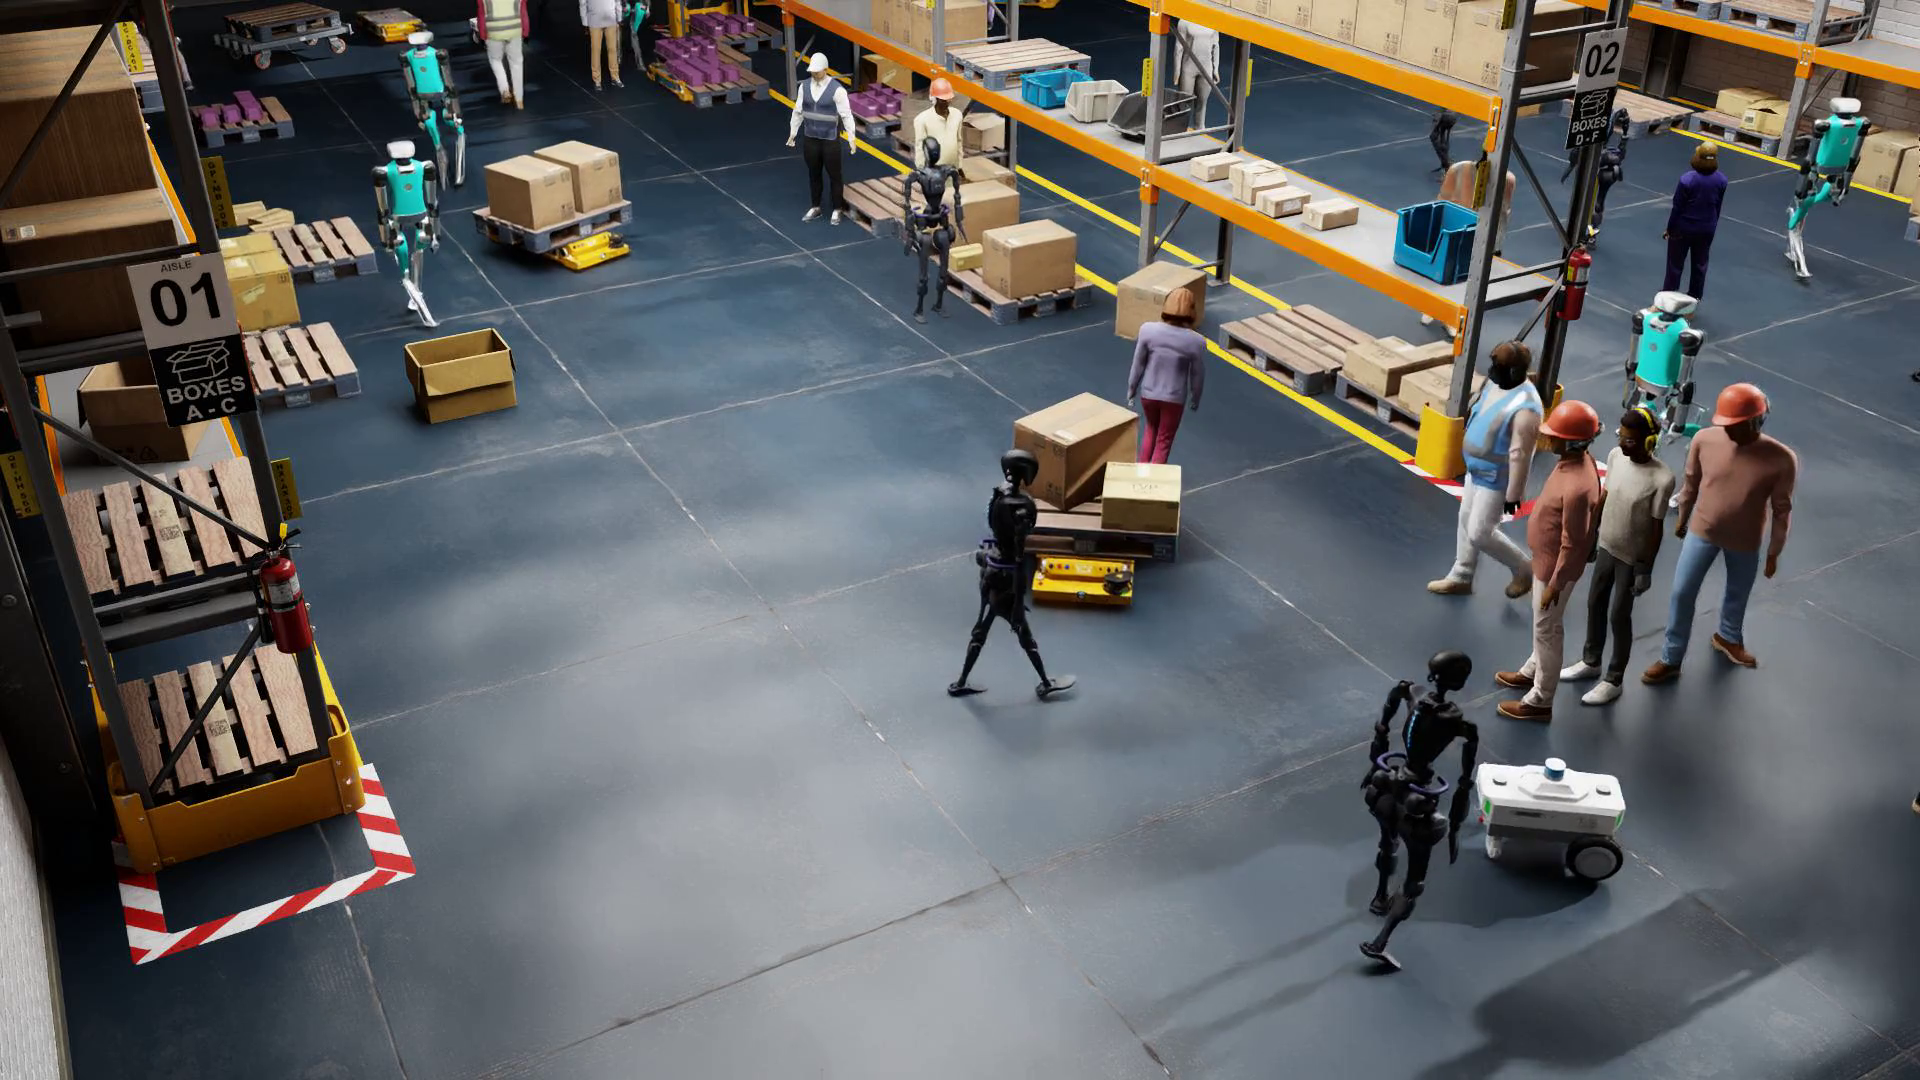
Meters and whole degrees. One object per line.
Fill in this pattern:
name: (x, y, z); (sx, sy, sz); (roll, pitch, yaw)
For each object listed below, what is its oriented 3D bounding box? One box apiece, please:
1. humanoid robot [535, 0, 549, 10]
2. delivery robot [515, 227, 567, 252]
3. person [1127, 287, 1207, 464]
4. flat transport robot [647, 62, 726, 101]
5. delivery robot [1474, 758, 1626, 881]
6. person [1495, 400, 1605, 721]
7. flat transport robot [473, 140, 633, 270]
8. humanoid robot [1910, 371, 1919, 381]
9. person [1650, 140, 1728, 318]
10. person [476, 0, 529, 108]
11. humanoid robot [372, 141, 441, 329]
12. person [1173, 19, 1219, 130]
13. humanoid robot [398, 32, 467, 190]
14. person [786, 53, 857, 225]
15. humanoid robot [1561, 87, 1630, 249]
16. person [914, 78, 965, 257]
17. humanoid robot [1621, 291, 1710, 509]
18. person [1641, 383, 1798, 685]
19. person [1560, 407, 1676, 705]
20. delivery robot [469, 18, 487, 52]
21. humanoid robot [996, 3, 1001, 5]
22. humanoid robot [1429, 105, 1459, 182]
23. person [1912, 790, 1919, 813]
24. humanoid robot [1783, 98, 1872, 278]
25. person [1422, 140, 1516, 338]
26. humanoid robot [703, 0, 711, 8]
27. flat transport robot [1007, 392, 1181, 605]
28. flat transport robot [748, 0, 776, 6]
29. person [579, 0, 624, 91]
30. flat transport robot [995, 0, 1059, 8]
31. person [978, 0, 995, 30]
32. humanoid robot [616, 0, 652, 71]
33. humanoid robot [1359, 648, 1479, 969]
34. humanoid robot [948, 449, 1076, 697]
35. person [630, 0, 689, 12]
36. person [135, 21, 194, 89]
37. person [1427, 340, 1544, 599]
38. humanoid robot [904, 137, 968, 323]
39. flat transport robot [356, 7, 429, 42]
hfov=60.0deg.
humanoid robot: (-6.627, -9.154, 25.977); (0.611, 1.637, 0.748); (3, 30, 6)
delivery robot: (-4.088, -3.179, 16.660); (0.517, 0.598, 0.769); (11, 32, 18)
person: (1.474, -1.028, 11.842); (0.523, 1.604, 0.515); (13, 32, 21)
flat transport robot: (-3.604, -6.104, 22.036); (0.659, 0.231, 1.431); (-15, 33, -25)
delivery robot: (3.086, 1.406, 8.680); (0.771, 0.599, 0.519); (4, 30, 8)
person: (3.365, 0.120, 9.472); (0.398, 1.989, 0.622); (8, 31, 13)
flat transport robot: (-4.047, -3.032, 16.689); (1.431, 0.231, 0.659); (22, 37, 34)
humanoid robot: (8.137, -1.994, 13.473); (0.608, 1.631, 0.416); (-10, 31, -17)
person: (6.522, -2.766, 14.862); (0.457, 1.623, 0.350); (-1, 30, -2)
person: (-5.724, -6.358, 20.914); (0.650, 1.824, 0.461); (-13, 32, -21)
humanoid robot: (-4.929, -2.764, 14.775); (0.542, 1.736, 1.014); (-16, 33, -25)
person: (2.732, -5.460, 19.283); (0.562, 1.898, 0.352); (-7, 31, -12)
humanoid robot: (-5.627, -4.627, 18.077); (0.562, 1.870, 0.759); (1, 30, 1)
person: (-1.411, -4.124, 17.092); (0.770, 1.755, 0.451); (10, 31, 17)
humanoid robot: (6.299, -3.714, 16.459); (0.599, 1.653, 0.335); (-3, 30, -5)
person: (-0.182, -3.636, 16.246); (0.562, 1.752, 0.325); (-20, 36, -31)
humanoid robot: (5.018, -0.939, 11.616); (1.002, 1.776, 0.530); (-16, 33, -25)
person: (4.537, -0.049, 9.815); (0.636, 1.952, 0.758); (20, 35, 30)
person: (3.829, 0.086, 9.672); (0.346, 1.853, 0.529); (-12, 32, -19)
delivery robot: (-6.681, -7.336, 23.908); (0.780, 0.609, 0.499); (-18, 34, -28)
humanoid robot: (0.444, -9.275, 26.146); (0.411, 1.649, 0.599); (-2, 30, -4)
humanoid robot: (5.390, -4.771, 18.302); (0.395, 1.651, 0.589); (13, 32, 22)
person: (5.406, 0.679, 8.545); (0.391, 1.949, 0.622); (-24, 38, -35)
humanoid robot: (8.115, -3.372, 15.798); (0.547, 1.741, 0.962); (-2, 30, -4)
person: (4.396, -2.643, 14.396); (0.641, 1.876, 0.629); (4, 30, 7)
humanoid robot: (-3.970, -8.803, 25.250); (0.808, 1.757, 0.532); (-10, 31, -17)
flat transport robot: (0.884, -0.011, 11.429); (0.659, 0.231, 1.431); (4, 30, 7)
flat transport robot: (-2.701, -8.768, 26.672); (1.431, 0.231, 0.659); (-10, 31, -17)
person: (-4.668, -6.785, 21.730); (0.571, 1.749, 0.340); (-16, 34, -26)
flat transport robot: (0.850, -8.667, 26.497); (1.431, 0.231, 0.659); (6, 30, 11)
person: (0.124, -6.750, 21.520); (0.650, 1.904, 0.406); (-9, 31, -15)
humanoid robot: (-4.546, -7.341, 22.736); (0.535, 1.750, 0.925); (-17, 34, -27)
humanoid robot: (2.095, 1.236, 7.880); (0.588, 1.649, 0.612); (-20, 35, -31)
humanoid robot: (0.308, 0.198, 9.683); (0.745, 1.628, 0.608); (-6, 30, -10)
person: (-4.688, -9.050, 25.615); (0.882, 1.816, 0.518); (-8, 31, -14)
person: (-10.600, -6.809, 21.649); (1.052, 1.876, 0.518); (12, 32, 20)
person: (3.431, -0.421, 10.578); (0.581, 1.824, 0.642); (0, 30, -1)
humanoid robot: (-0.210, -2.756, 14.793); (0.608, 1.657, 0.393); (-13, 32, -22)
flat transport robot: (-8.472, -7.679, 24.778); (0.659, 0.231, 1.431); (-19, 35, -29)
